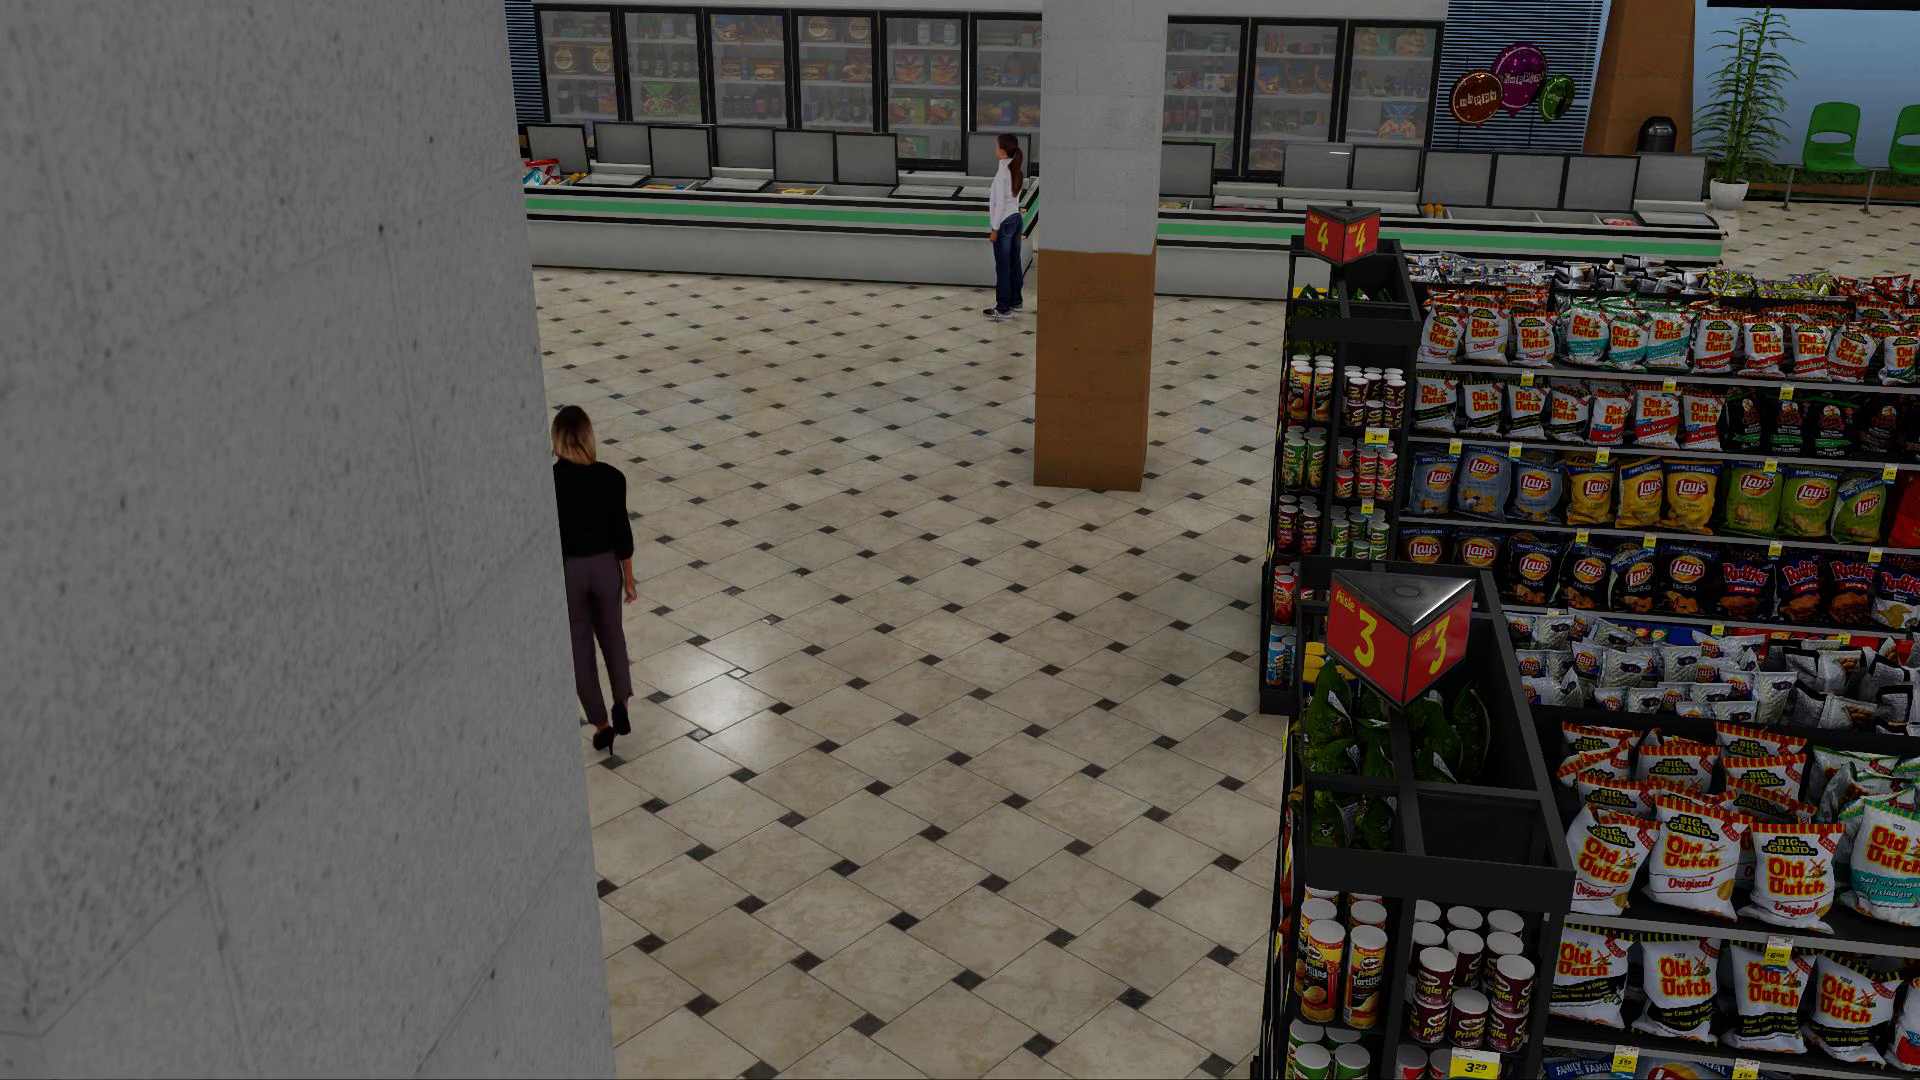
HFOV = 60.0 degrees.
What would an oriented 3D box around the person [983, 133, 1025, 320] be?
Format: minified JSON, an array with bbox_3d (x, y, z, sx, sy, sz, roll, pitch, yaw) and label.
[{"bbox_3d":[0.407,-2.692,14.222,0.623,1.559,0.601,14,27,28],"label":"person"}]

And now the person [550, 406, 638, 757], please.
[{"bbox_3d":[-1.652,0.241,7.397,0.681,1.656,0.761,-10,25,-21],"label":"person"}]
